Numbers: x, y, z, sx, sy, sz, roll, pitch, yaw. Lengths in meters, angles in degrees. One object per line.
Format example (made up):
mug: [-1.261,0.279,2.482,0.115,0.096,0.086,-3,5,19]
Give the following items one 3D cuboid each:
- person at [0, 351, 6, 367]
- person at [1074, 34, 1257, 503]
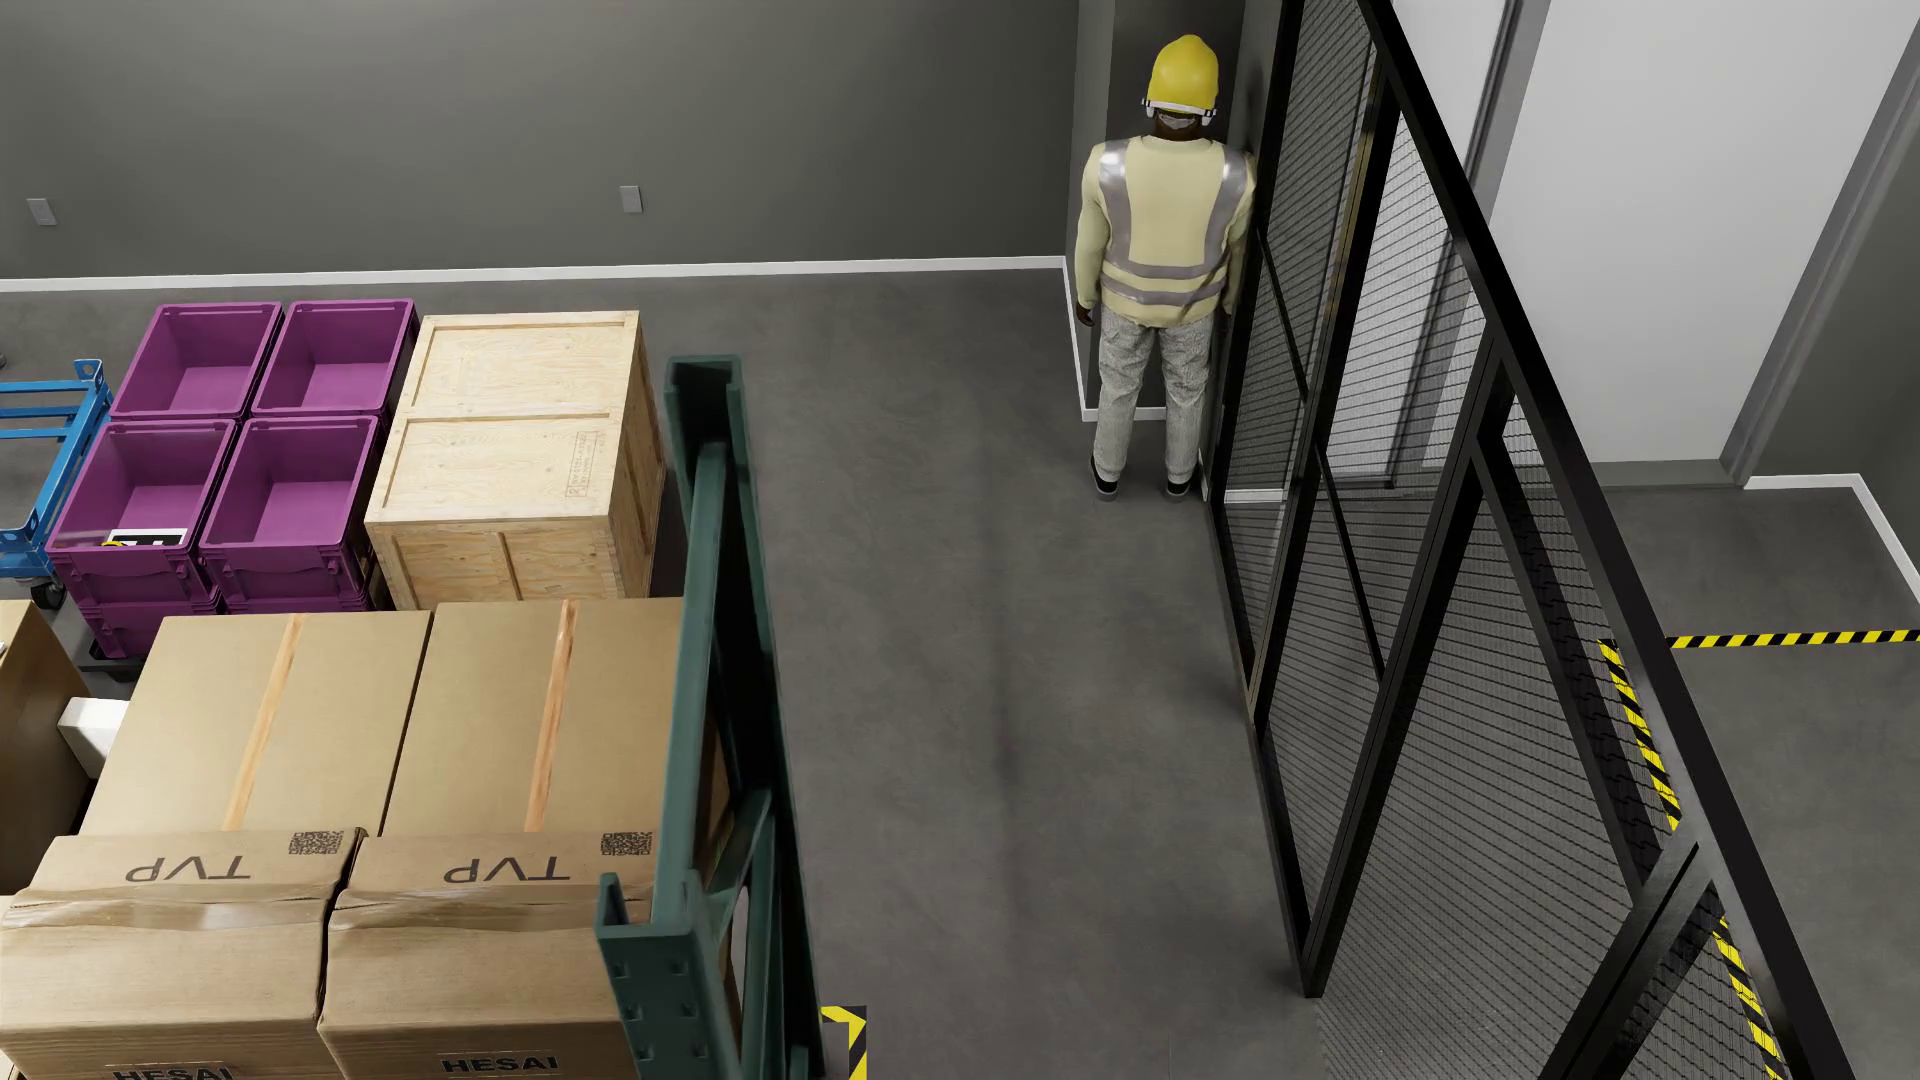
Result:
person: [-4.028,-1.268,5.966,0.357,1.938,0.637,-4,46,-3]
person: [0.684,-0.858,5.648,0.600,1.831,0.404,3,46,3]
